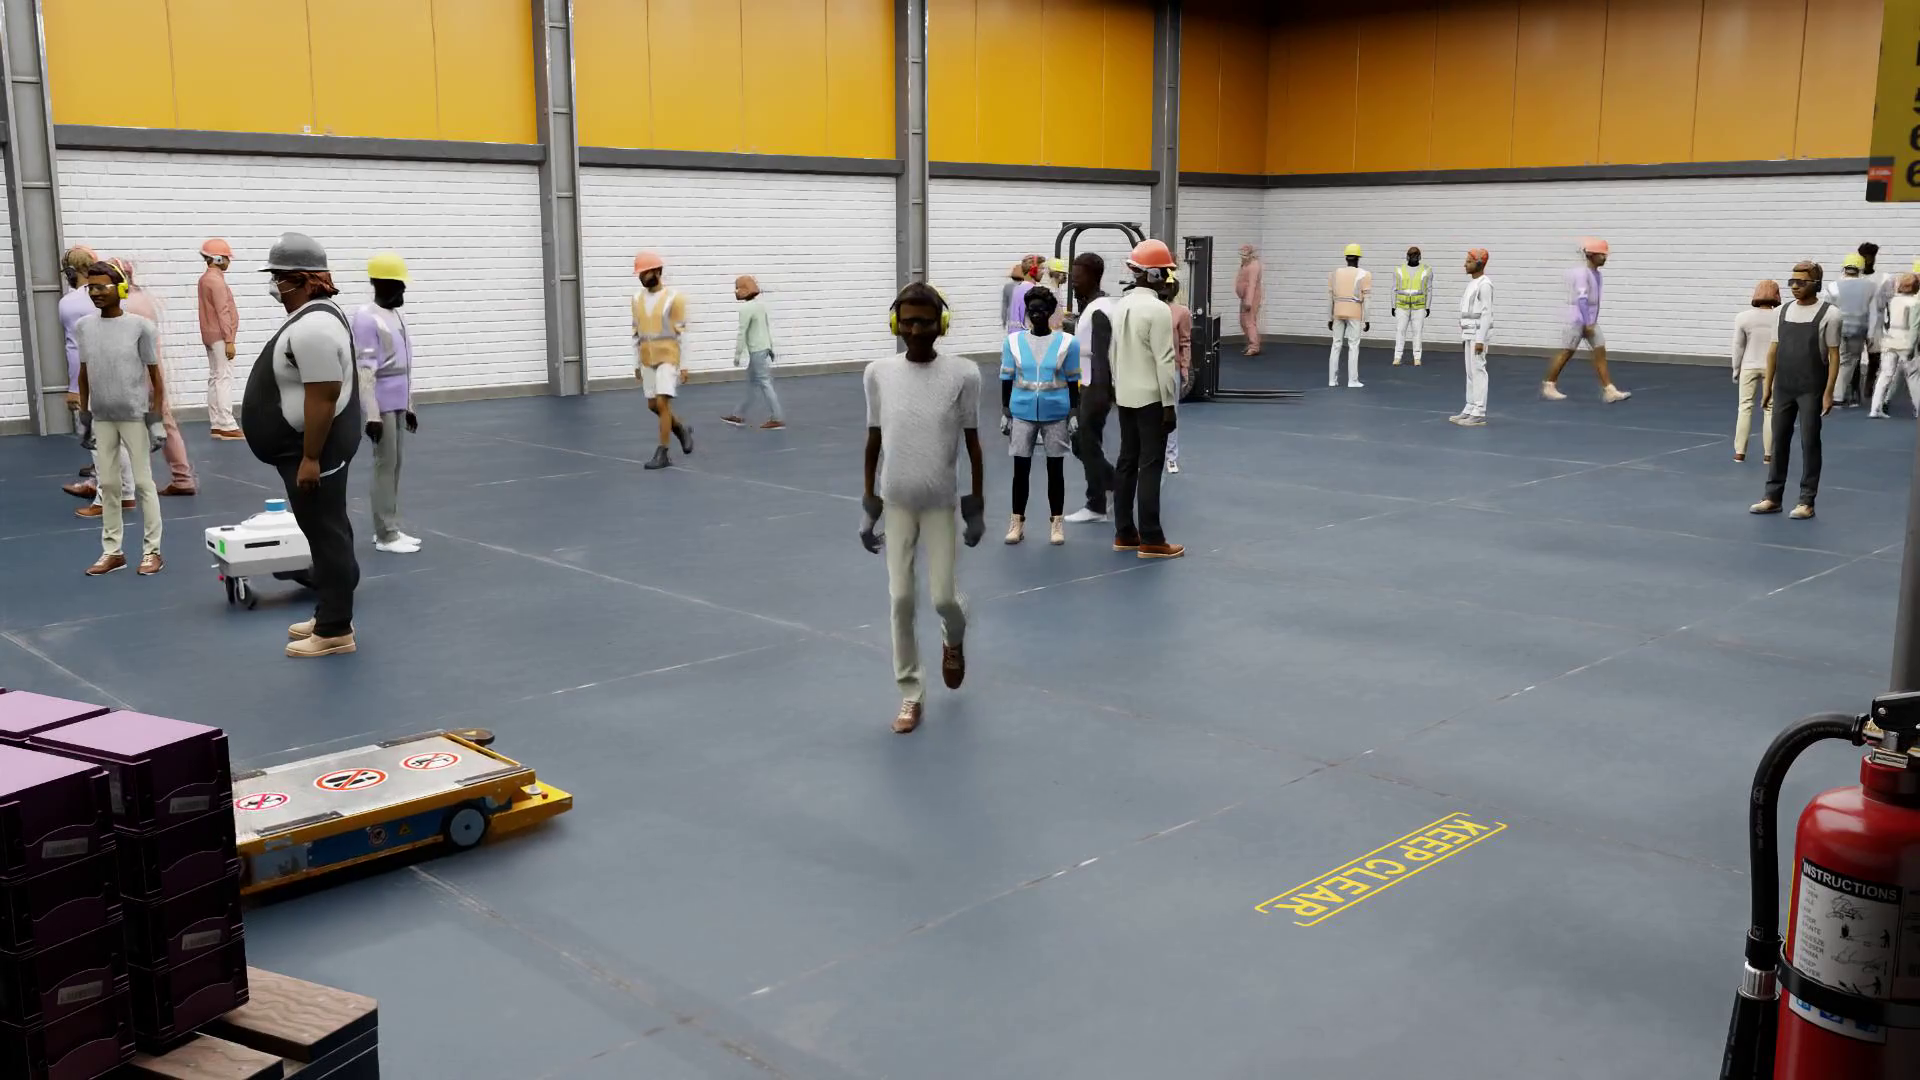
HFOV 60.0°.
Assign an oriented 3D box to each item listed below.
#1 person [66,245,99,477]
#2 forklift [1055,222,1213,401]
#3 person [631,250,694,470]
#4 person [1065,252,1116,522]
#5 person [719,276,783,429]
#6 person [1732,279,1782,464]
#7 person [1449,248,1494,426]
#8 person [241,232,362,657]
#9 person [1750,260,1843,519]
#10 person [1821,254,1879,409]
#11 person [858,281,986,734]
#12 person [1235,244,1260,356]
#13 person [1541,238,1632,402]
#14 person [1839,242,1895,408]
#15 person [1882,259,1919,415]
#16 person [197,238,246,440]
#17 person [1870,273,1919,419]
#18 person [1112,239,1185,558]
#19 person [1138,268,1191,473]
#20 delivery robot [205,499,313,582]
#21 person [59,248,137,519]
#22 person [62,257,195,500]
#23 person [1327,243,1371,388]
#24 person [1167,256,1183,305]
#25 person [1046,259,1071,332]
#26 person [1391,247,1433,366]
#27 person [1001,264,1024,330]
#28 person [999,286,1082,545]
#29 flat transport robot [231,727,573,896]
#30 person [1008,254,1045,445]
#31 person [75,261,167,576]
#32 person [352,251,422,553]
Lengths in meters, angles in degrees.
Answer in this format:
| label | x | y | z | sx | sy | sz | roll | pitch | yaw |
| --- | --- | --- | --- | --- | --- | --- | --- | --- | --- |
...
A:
| label | x | y | z | sx | sy | sz | roll | pitch | yaw |
| --- | --- | --- | --- | --- | --- | --- | --- | --- | --- |
| person | -7.291 | -1.497 | 13.987 | 0.379 | 1.937 | 0.548 | 2 | 11 | 11 |
| forklift | 1.935 | -2.847 | 20.651 | 2.313 | 2.155 | 1.214 | 2 | 11 | 13 |
| person | -2.599 | -1.598 | 14.656 | 0.557 | 1.909 | 0.788 | 5 | 11 | 24 |
| person | 0.931 | -1.049 | 11.699 | 0.445 | 1.878 | 0.623 | 0 | 10 | -3 |
| person | -2.221 | -1.958 | 17.422 | 0.820 | 1.587 | 0.529 | 3 | 11 | 15 |
| person | 7.128 | -1.492 | 14.792 | 0.499 | 1.634 | 0.289 | 6 | 12 | 31 |
| person | 5.496 | -2.162 | 17.754 | 0.356 | 1.886 | 0.573 | 1 | 10 | 3 |
| person | -3.182 | -0.461 | 8.058 | 0.536 | 2.000 | 0.676 | -3 | 11 | -17 |
| person | 6.016 | -1.073 | 11.926 | 0.336 | 1.844 | 0.508 | -7 | 13 | -34 |
| person | 10.386 | -2.451 | 19.556 | 0.651 | 1.799 | 0.646 | 3 | 11 | 17 |
| person | -0.154 | -0.155 | 6.934 | 0.521 | 1.848 | 0.613 | 2 | 11 | 10 |
| person | 4.858 | -4.027 | 27.967 | 0.467 | 1.870 | 0.673 | -1 | 10 | -4 |
| person | 7.630 | -2.662 | 20.238 | 0.624 | 1.989 | 1.071 | -9 | 14 | -41 |
| person | 10.684 | -2.537 | 19.653 | 0.639 | 1.939 | 0.595 | 5 | 12 | 26 |
| person | 10.649 | -2.253 | 18.551 | 0.885 | 1.770 | 0.586 | -8 | 13 | -37 |
| person | -7.341 | -1.992 | 16.530 | 0.376 | 1.996 | 0.608 | -9 | 13 | -39 |
| person | 10.426 | -2.122 | 18.308 | 0.734 | 1.602 | 0.531 | -2 | 11 | -9 |
| person | 1.177 | -0.885 | 10.494 | 0.380 | 1.995 | 0.611 | -5 | 12 | -26 |
| person | 1.697 | -1.449 | 14.186 | 0.533 | 1.772 | 0.296 | 2 | 11 | 10 |
| delivery robot | -3.796 | 0.016 | 9.255 | 0.707 | 0.478 | 0.477 | -8 | 13 | -35 |
| person | -6.198 | -1.116 | 11.927 | 0.378 | 1.933 | 0.628 | 1 | 10 | 4 |
| person | -6.397 | -1.215 | 12.700 | 0.953 | 1.847 | 0.688 | -2 | 11 | -13 |
| person | 5.205 | -2.997 | 22.254 | 0.600 | 1.913 | 0.423 | 8 | 13 | 36 |
| person | 2.724 | -2.909 | 22.110 | 0.986 | 1.796 | 0.638 | -1 | 10 | -7 |
| person | 1.078 | -2.428 | 19.602 | 0.473 | 1.742 | 0.548 | 2 | 11 | 11 |
| person | 7.027 | -3.637 | 25.928 | 0.629 | 1.842 | 0.429 | 3 | 11 | 18 |
| person | 0.842 | -3.107 | 23.651 | 0.505 | 1.618 | 0.378 | 8 | 13 | 37 |
| person | 0.521 | -0.807 | 10.881 | 0.540 | 1.695 | 0.318 | 2 | 11 | 9 |
| flat transport robot | -2.073 | 0.899 | 5.470 | 1.431 | 0.197 | 0.652 | -10 | 14 | -44 |
| person | 0.665 | -1.842 | 16.124 | 0.389 | 1.845 | 0.567 | -3 | 11 | -17 |
| person | -5.001 | -0.715 | 9.908 | 0.521 | 1.873 | 0.335 | 0 | 10 | 3 |
| person | -3.657 | -0.882 | 10.679 | 0.384 | 1.923 | 0.594 | 0 | 10 | 1 |
